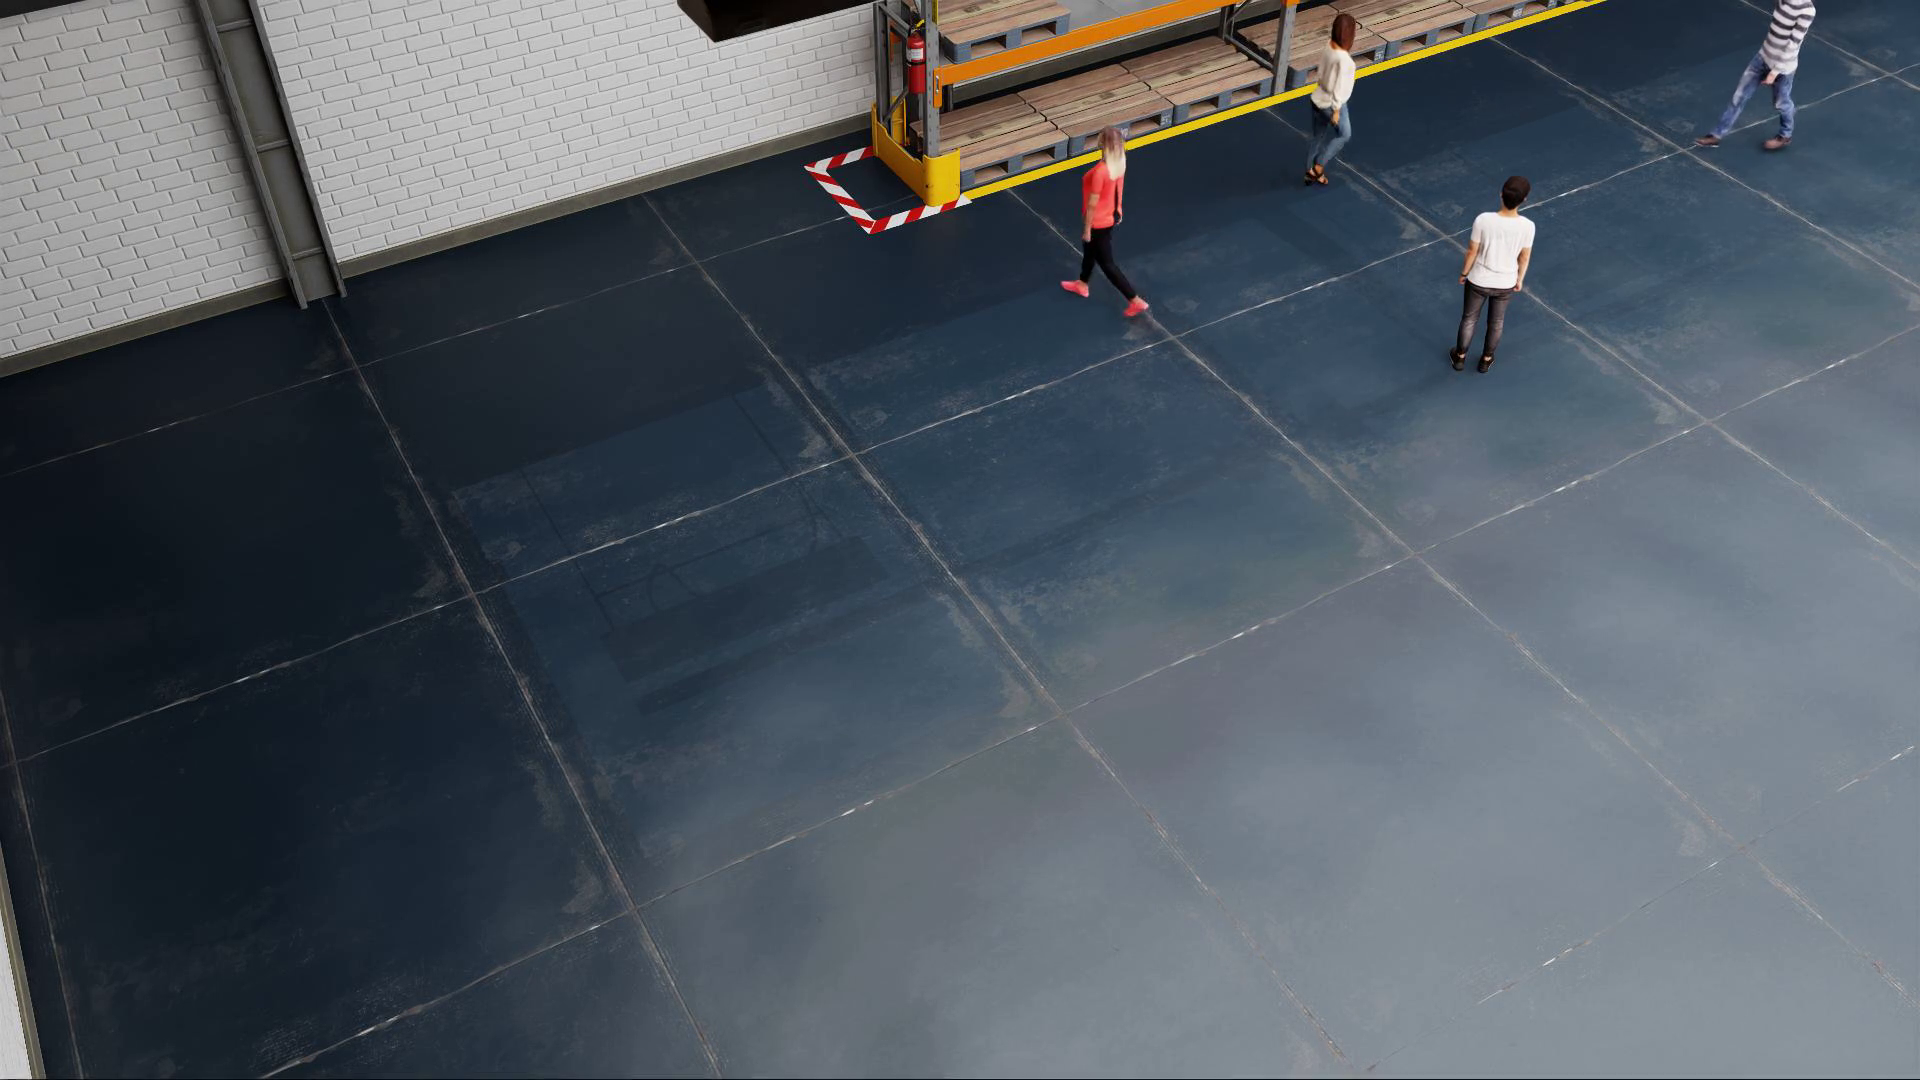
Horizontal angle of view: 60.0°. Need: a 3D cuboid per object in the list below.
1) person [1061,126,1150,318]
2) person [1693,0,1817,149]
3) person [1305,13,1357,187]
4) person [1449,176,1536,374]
[{"bbox_3d":[1.239,-2.562,13.552,0.993,1.663,1.133,24,49,23],"label":"person"},{"bbox_3d":[7.638,-4.406,15.388,1.261,1.801,0.852,-10,45,-11],"label":"person"},{"bbox_3d":[3.256,-3.933,14.984,0.715,1.673,0.719,-7,44,-8],"label":"person"},{"bbox_3d":[4.156,-2.069,12.992,0.690,1.722,0.760,9,44,9],"label":"person"}]
